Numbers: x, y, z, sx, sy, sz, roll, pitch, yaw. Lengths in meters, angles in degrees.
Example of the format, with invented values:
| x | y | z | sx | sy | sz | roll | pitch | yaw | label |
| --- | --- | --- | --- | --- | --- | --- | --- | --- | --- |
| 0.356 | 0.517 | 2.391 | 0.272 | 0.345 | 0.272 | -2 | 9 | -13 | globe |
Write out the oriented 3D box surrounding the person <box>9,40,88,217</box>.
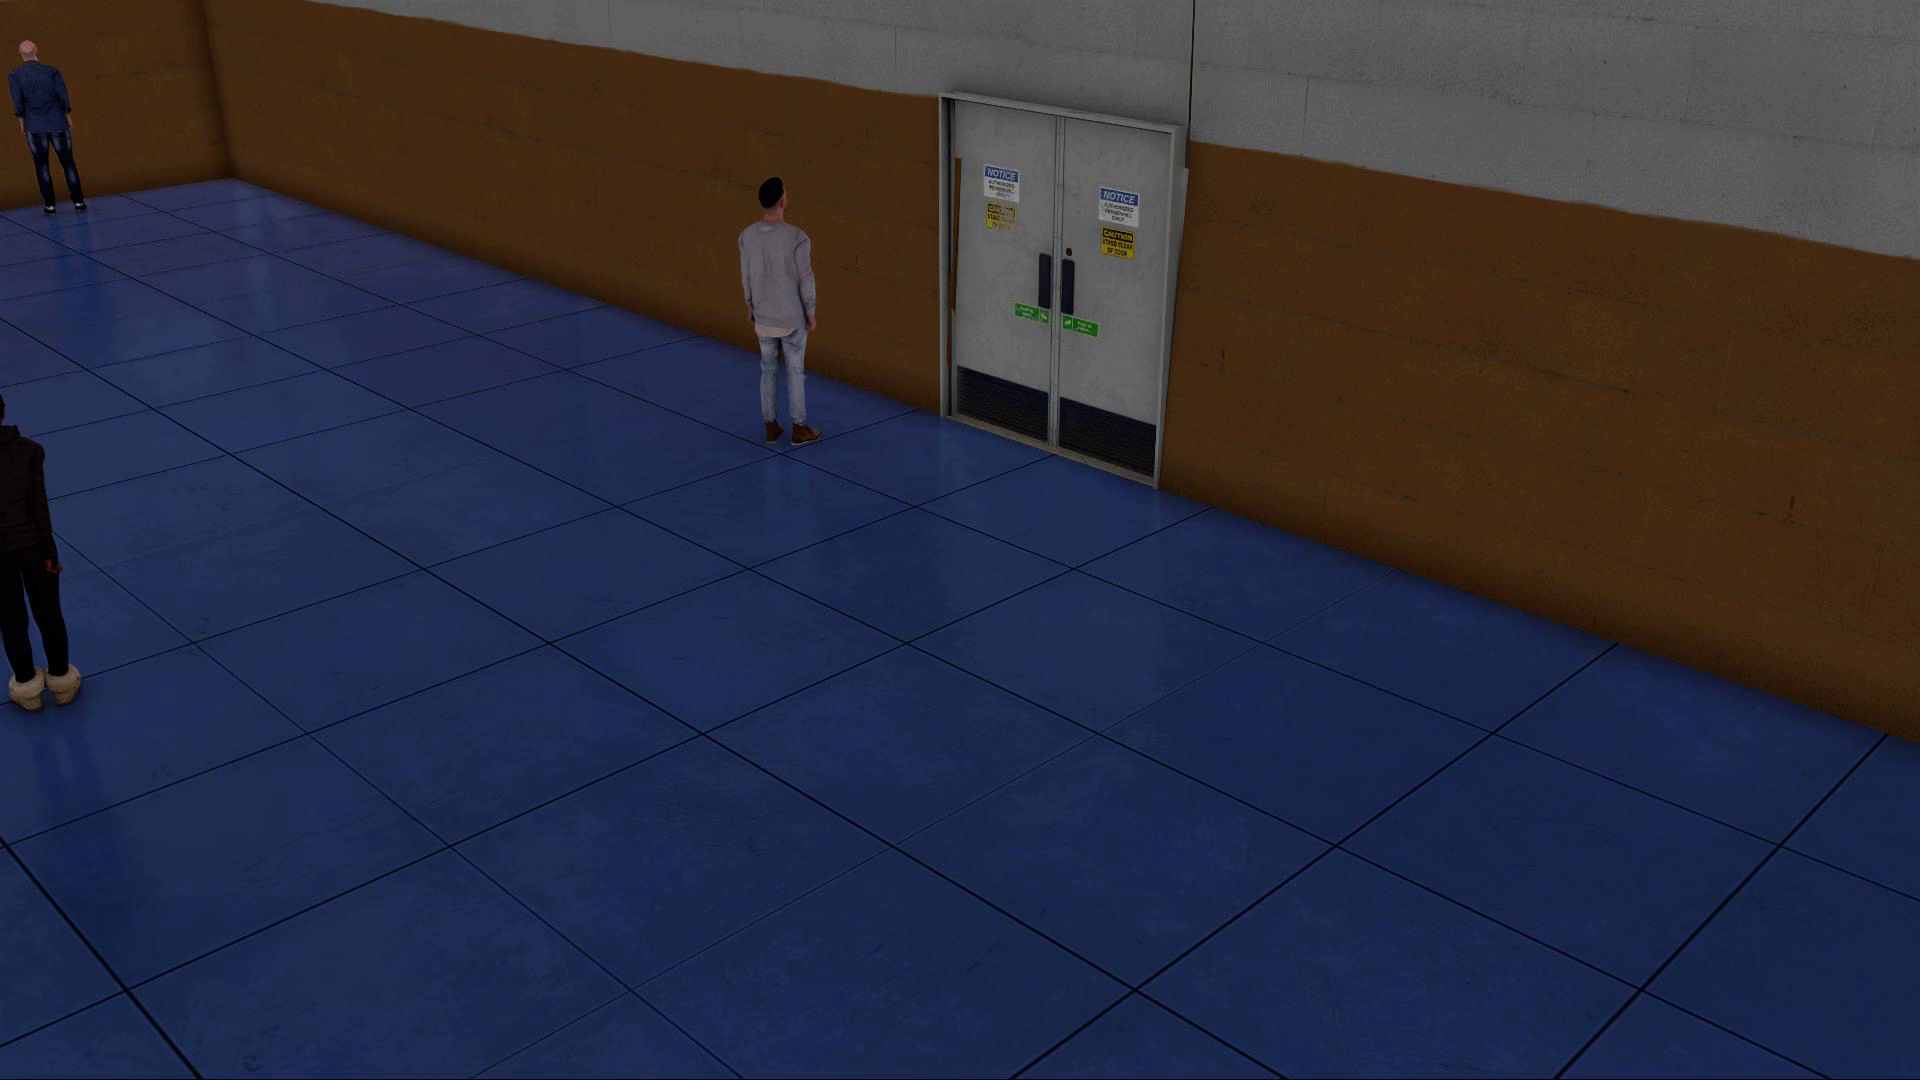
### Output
| x | y | z | sx | sy | sz | roll | pitch | yaw | label |
| --- | --- | --- | --- | --- | --- | --- | --- | --- | --- |
| -9.808 | -4.424 | 17.861 | 0.628 | 1.826 | 0.830 | -13 | 27 | -27 | person |

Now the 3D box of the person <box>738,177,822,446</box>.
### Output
| x | y | z | sx | sy | sz | roll | pitch | yaw | label |
| --- | --- | --- | --- | --- | --- | --- | --- | --- | --- |
| -1.215 | -1.542 | 11.256 | 0.767 | 1.841 | 0.743 | 8 | 25 | 17 | person |

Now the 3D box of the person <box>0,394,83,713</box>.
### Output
| x | y | z | sx | sy | sz | roll | pitch | yaw | label |
| --- | --- | --- | --- | --- | --- | --- | --- | --- | --- |
| -4.435 | 0.058 | 7.823 | 0.672 | 1.662 | 0.622 | 9 | 25 | 19 | person |
